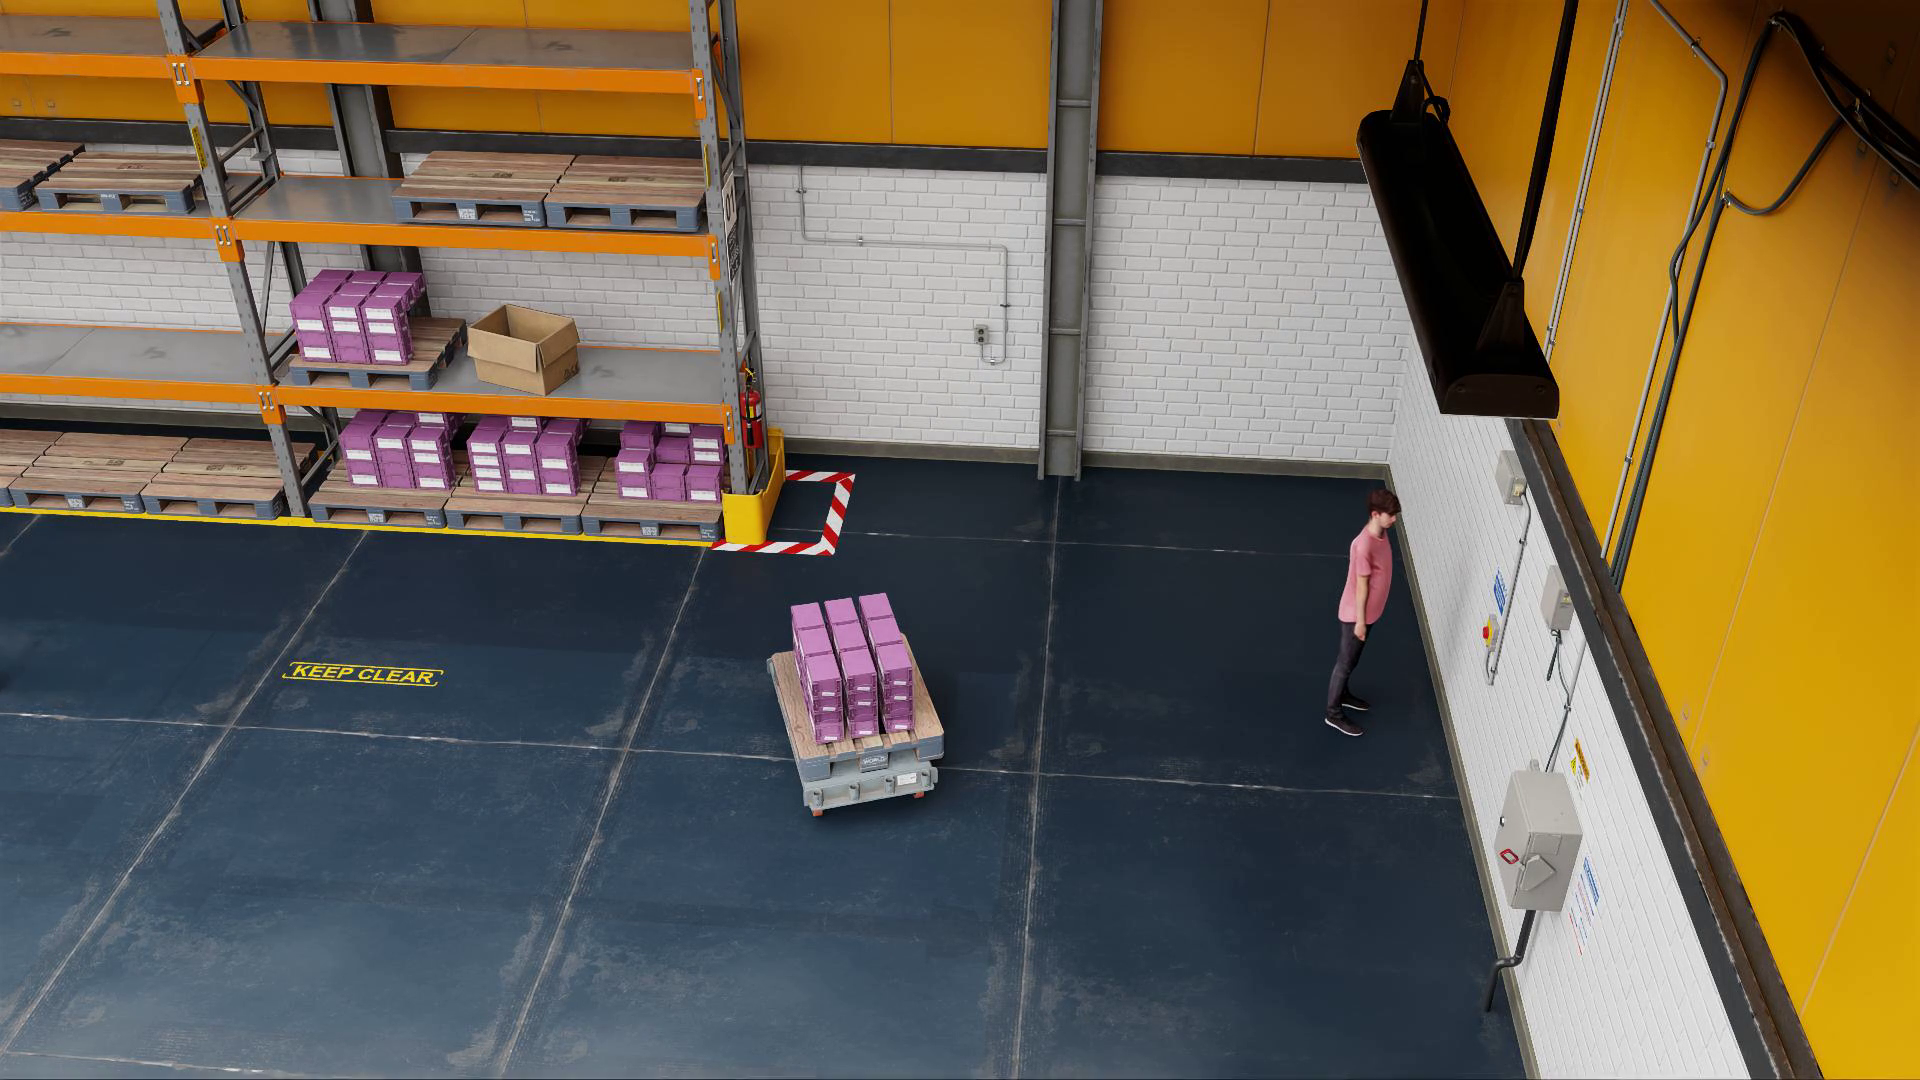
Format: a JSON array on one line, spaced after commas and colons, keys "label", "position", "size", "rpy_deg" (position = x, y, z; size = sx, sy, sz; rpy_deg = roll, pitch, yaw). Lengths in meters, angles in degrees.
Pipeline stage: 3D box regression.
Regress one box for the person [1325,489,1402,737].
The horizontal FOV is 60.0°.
[{"label": "person", "position": [2.865, 0.483, 11.928], "size": [0.655, 1.963, 0.692], "rpy_deg": [13, 36, 19]}]
